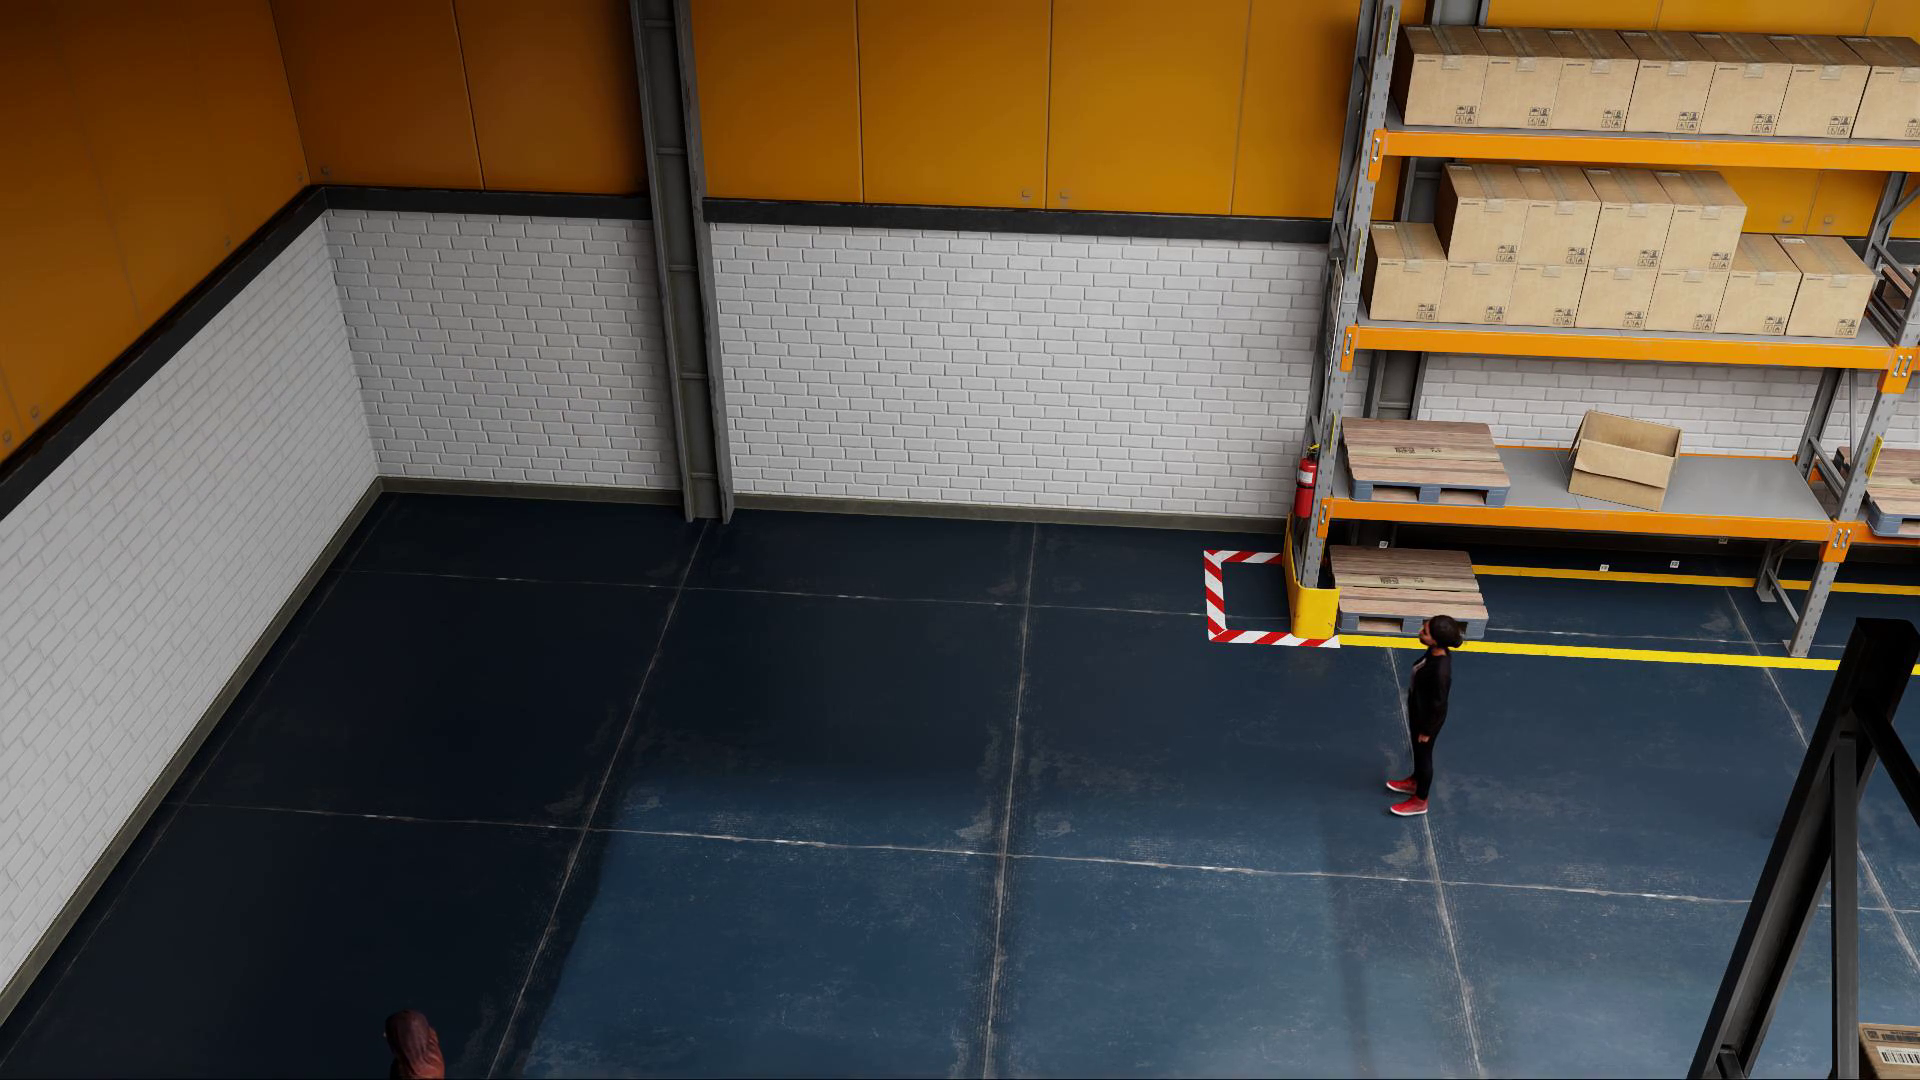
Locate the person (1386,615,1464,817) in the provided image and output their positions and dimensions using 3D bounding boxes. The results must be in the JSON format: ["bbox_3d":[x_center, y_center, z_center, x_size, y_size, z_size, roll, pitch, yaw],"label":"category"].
[{"bbox_3d":[3.274,1.215,11.655,0.510,1.674,0.601,4,34,6],"label":"person"}]

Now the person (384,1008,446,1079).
[{"bbox_3d":[-2.866,3.082,8.906,0.654,1.608,0.667,-8,35,-12],"label":"person"}]
